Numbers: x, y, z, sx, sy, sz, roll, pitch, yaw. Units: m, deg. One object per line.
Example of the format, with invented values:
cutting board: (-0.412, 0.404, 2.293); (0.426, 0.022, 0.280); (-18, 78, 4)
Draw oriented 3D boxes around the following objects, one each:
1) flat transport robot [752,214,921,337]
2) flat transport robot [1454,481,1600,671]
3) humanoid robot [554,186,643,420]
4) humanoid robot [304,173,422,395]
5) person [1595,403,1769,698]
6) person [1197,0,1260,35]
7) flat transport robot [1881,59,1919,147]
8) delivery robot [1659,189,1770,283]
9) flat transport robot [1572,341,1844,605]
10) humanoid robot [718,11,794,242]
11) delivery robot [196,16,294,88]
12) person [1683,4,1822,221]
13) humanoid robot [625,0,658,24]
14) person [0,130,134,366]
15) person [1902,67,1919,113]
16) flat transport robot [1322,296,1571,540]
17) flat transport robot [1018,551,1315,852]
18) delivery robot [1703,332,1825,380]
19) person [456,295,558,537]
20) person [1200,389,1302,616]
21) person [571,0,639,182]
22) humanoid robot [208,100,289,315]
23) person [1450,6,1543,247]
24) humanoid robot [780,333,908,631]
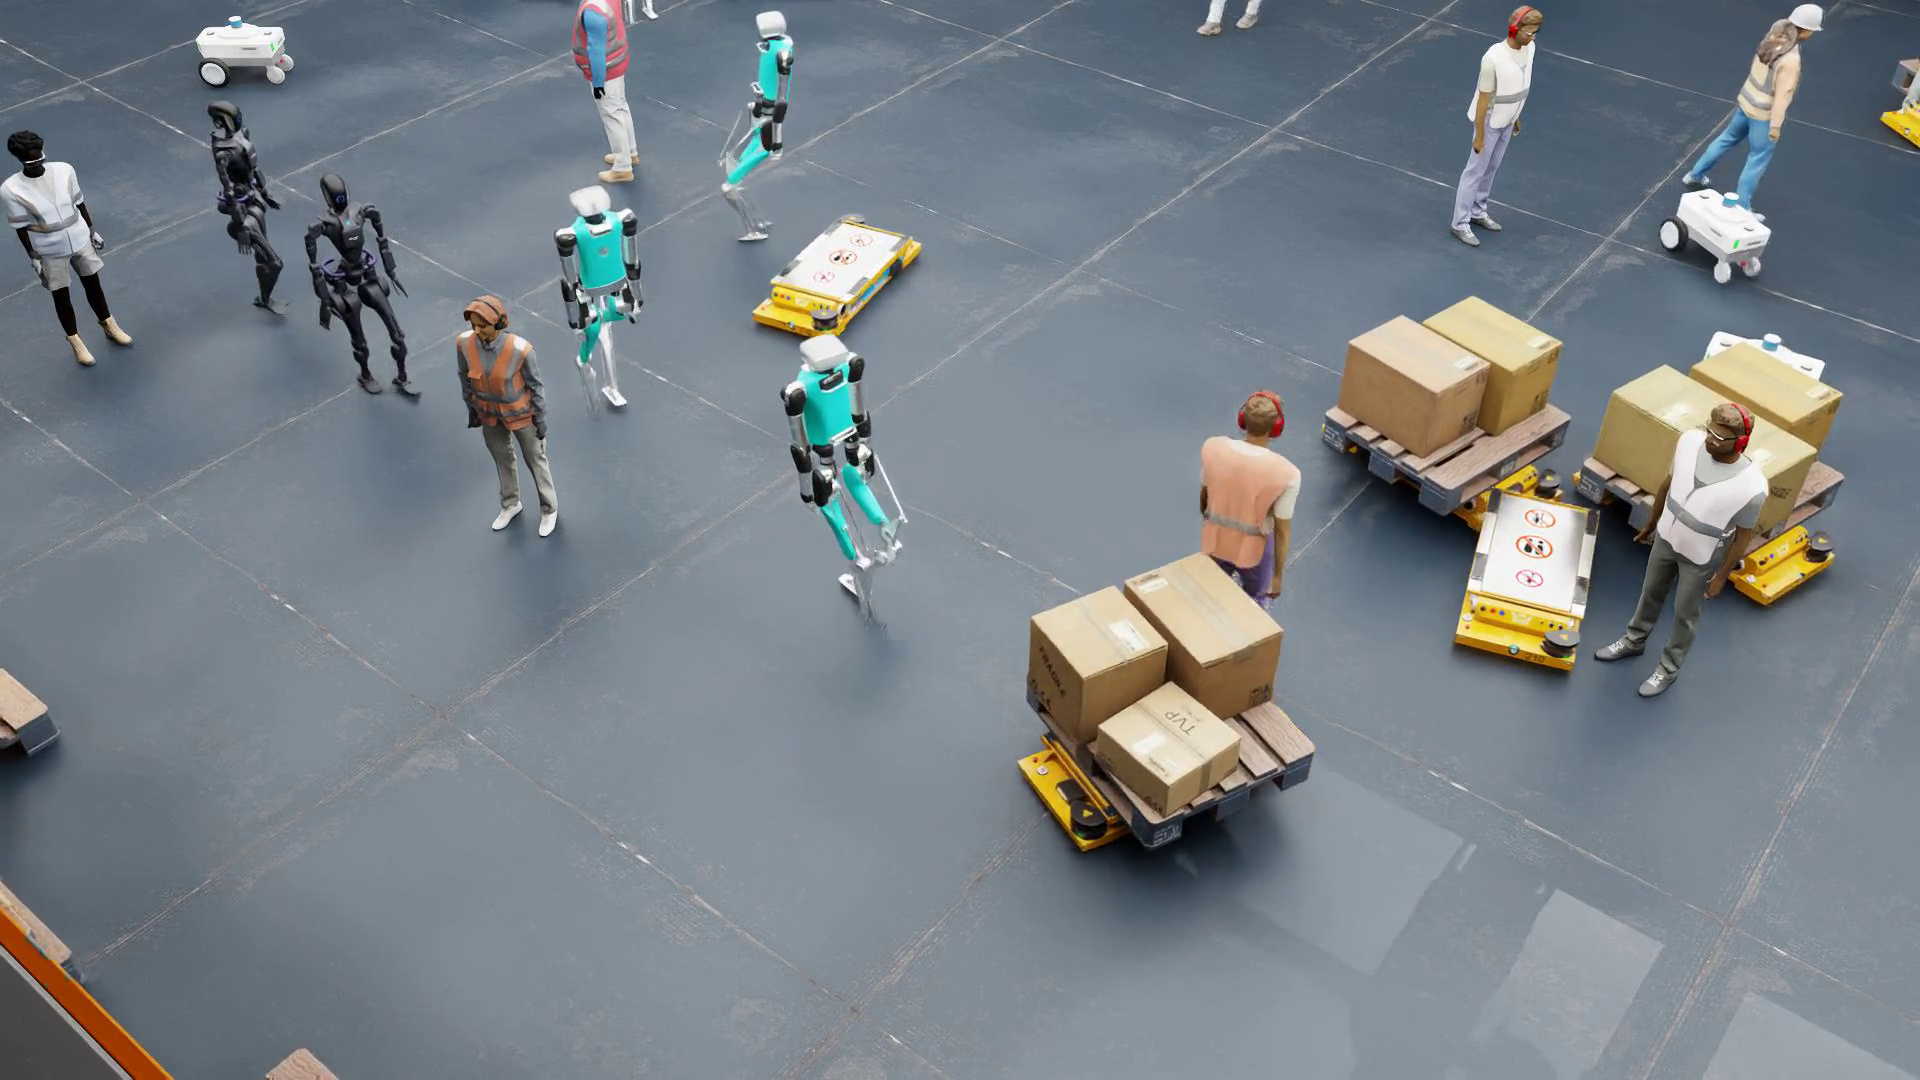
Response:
flat transport robot: (-0.902, -1.971, 12.397); (0.659, 0.231, 1.431); (17, 43, 19)
flat transport robot: (3.385, 0.175, 9.872); (0.659, 0.231, 1.431); (14, 42, 16)
humanoid robot: (-2.373, -1.528, 10.816); (0.531, 1.867, 0.780); (-23, 46, -25)
humanoid robot: (-3.958, -1.666, 10.954); (0.609, 1.638, 0.506); (-33, 50, -32)
person: (3.869, 0.038, 8.818); (0.383, 1.841, 0.569); (-18, 44, -20)
person: (2.606, -5.596, 15.434); (0.600, 1.846, 0.893); (30, 49, 31)
flat transport robot: (8.794, -3.624, 14.341); (1.431, 0.231, 0.659); (-9, 41, -10)
delivery robot: (5.763, -2.356, 12.619); (0.499, 0.582, 0.773); (-12, 42, -14)
flat transport robot: (4.578, -0.171, 10.279); (0.659, 0.231, 1.431); (-24, 46, -26)
humanoid robot: (-1.605, -3.068, 12.556); (0.782, 1.772, 0.530); (-15, 43, -17)
delivery robot: (-6.520, -4.436, 15.091); (0.808, 0.614, 0.499); (0, 40, 0)
person: (6.181, -3.367, 12.933); (0.502, 1.700, 0.720); (-2, 40, -2)
humanoid robot: (-3.100, -5.785, 15.768); (0.536, 1.825, 0.686); (-18, 43, -20)
person: (-6.120, -2.009, 11.341); (0.319, 1.692, 0.532); (26, 47, 27)
person: (8.360, -4.225, 13.919); (0.322, 1.732, 0.486); (-13, 42, -15)
flat transport robot: (3.091, -0.539, 10.712); (0.659, 0.231, 1.431); (-27, 47, -28)
flat transport robot: (1.084, 1.110, 8.772); (1.431, 0.231, 0.659); (-20, 44, -22)
delivery robot: (5.341, -1.104, 11.171); (0.818, 0.614, 0.499); (22, 45, 24)
person: (-2.686, -0.736, 9.883); (0.521, 1.639, 0.304); (9, 41, 10)
person: (1.496, 0.033, 8.871); (0.587, 1.786, 0.887); (21, 45, 23)
person: (-2.859, -3.773, 13.315); (0.431, 1.836, 0.628); (0, 40, 0)
humanoid robot: (-5.040, -2.345, 11.751); (0.363, 1.647, 0.603); (-1, 40, -1)
person: (4.041, -3.145, 12.566); (0.563, 1.838, 0.391); (-32, 50, -32)
humanoid robot: (-0.549, -0.218, 9.287); (0.544, 1.893, 0.759); (-33, 50, -32)
